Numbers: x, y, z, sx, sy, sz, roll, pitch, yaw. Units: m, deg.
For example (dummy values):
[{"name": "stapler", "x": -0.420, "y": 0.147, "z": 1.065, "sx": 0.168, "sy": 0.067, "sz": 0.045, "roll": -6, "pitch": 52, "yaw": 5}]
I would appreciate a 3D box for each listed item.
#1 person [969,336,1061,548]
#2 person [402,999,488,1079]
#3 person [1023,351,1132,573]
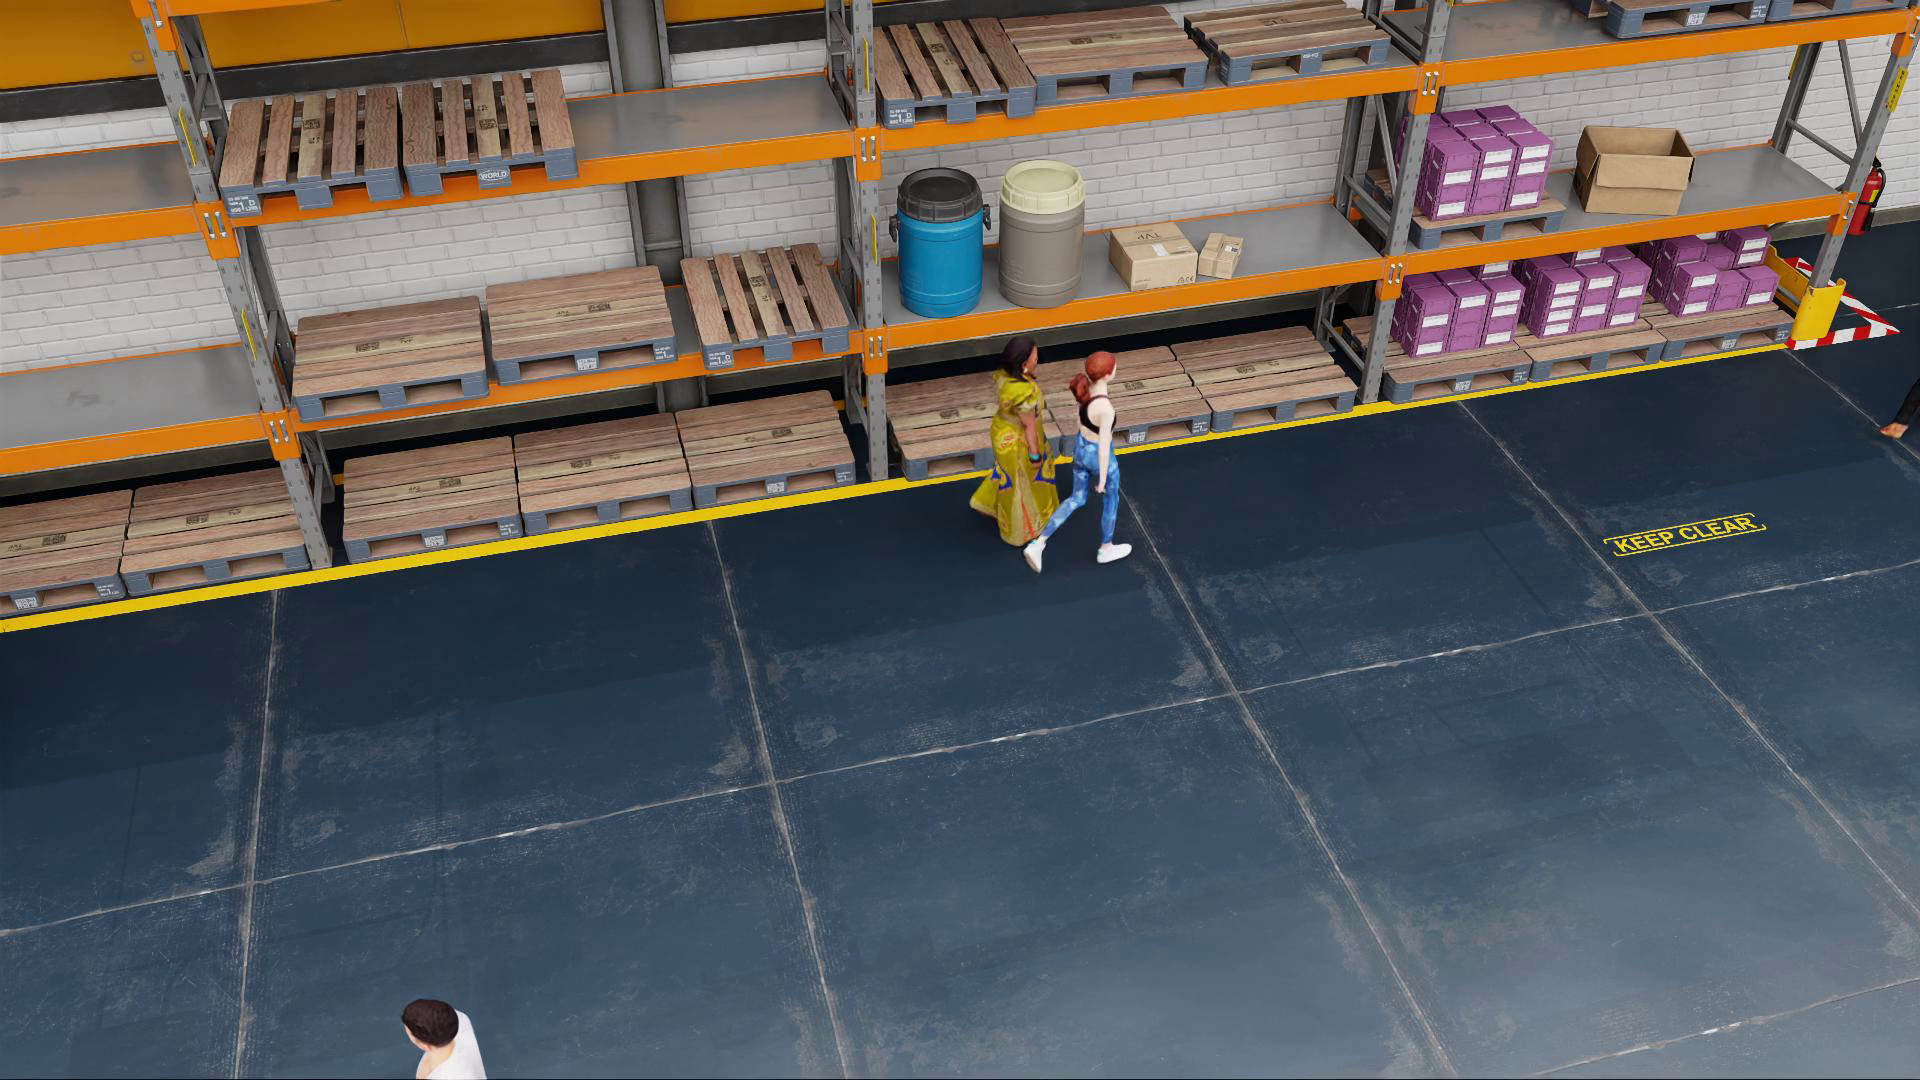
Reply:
[{"name": "person", "x": 0.321, "y": -0.653, "z": 11.382, "sx": 0.882, "sy": 1.648, "sz": 0.811, "roll": -8, "pitch": 39, "yaw": -9}, {"name": "person", "x": -2.100, "y": 2.555, "z": 7.192, "sx": 0.571, "sy": 1.853, "sz": 0.680, "roll": -8, "pitch": 39, "yaw": -10}, {"name": "person", "x": 0.813, "y": -0.477, "z": 11.070, "sx": 1.135, "sy": 1.762, "sz": 0.793, "roll": -22, "pitch": 43, "yaw": -25}]
